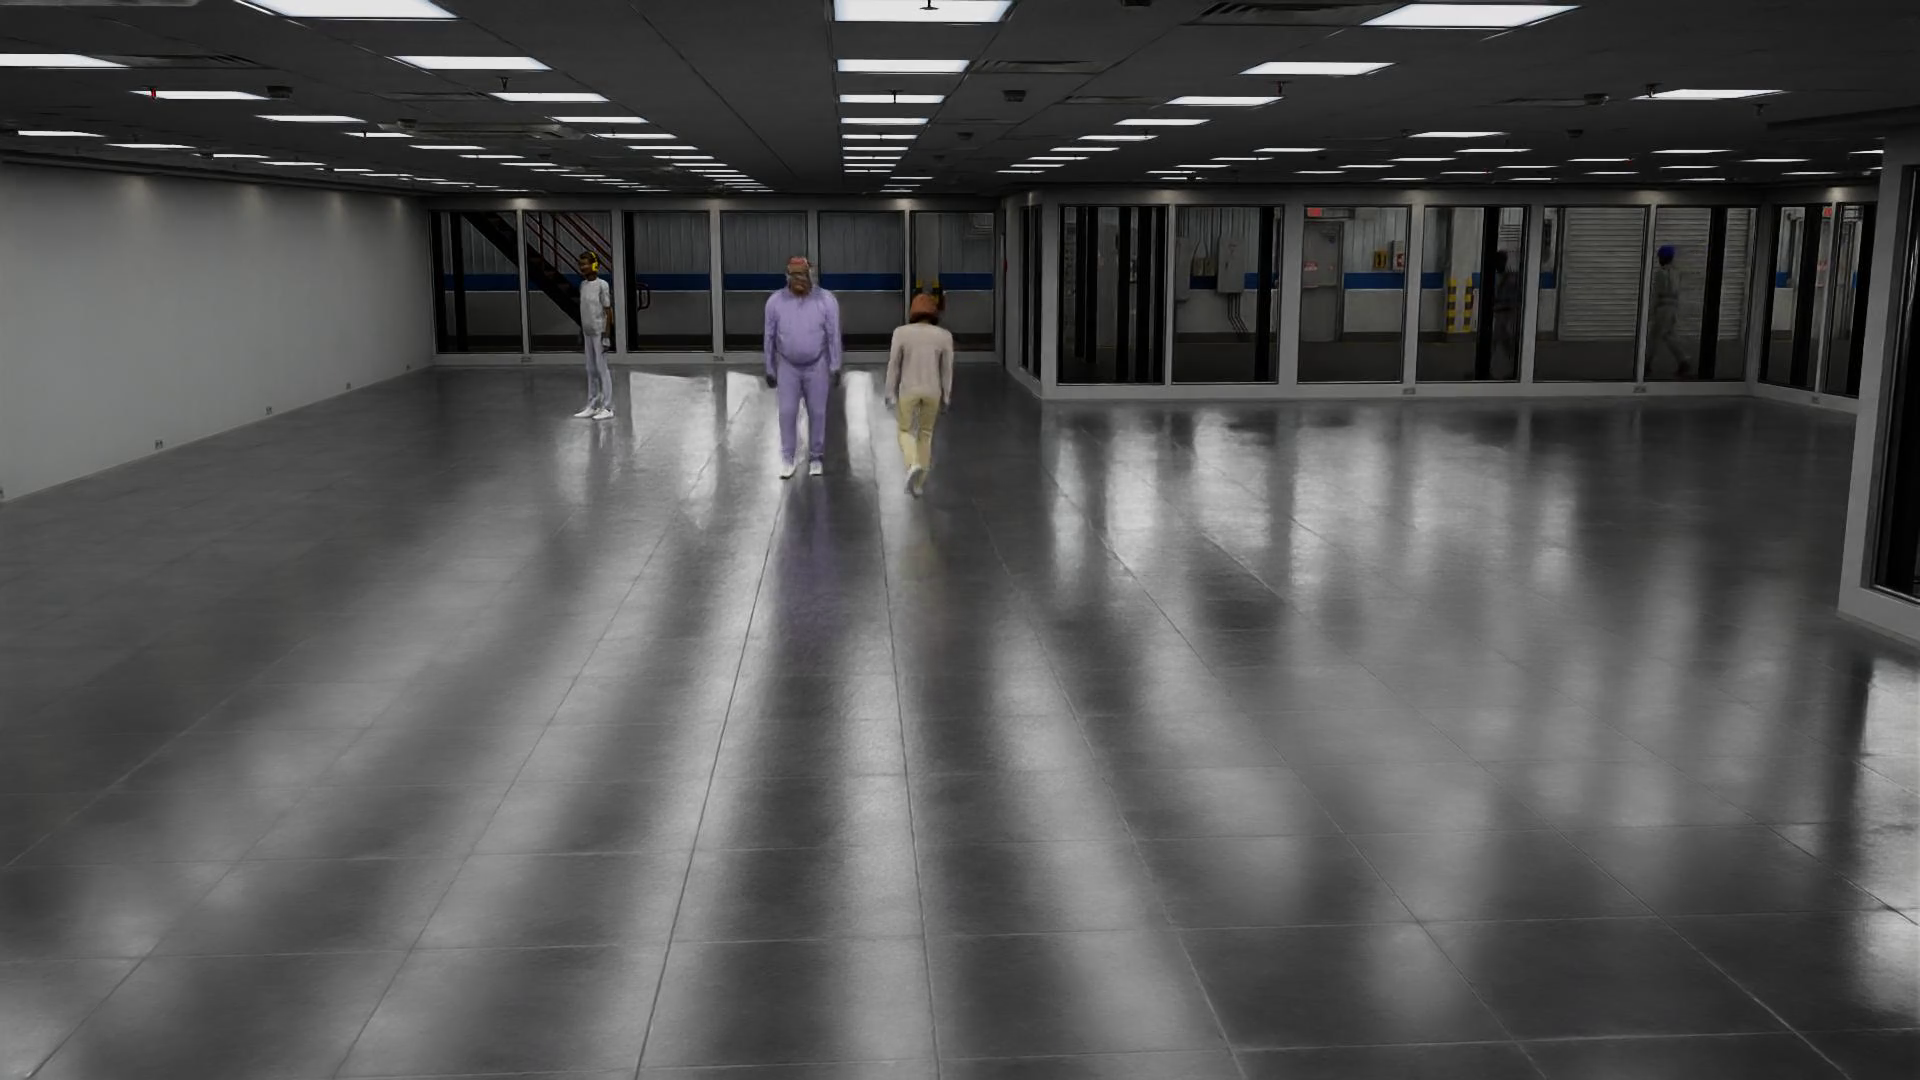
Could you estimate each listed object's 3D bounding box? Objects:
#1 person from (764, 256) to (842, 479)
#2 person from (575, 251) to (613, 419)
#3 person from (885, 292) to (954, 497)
[{"bbox_3d":[-1.330,-1.440,14.051,0.673,1.875,0.831,0,11,-1],"label":"person"},{"bbox_3d":[-4.097,-2.284,18.607,0.519,1.874,0.331,9,14,41],"label":"person"},{"bbox_3d":[-0.309,-1.129,13.053,0.545,1.607,0.460,-2,11,-10],"label":"person"}]
